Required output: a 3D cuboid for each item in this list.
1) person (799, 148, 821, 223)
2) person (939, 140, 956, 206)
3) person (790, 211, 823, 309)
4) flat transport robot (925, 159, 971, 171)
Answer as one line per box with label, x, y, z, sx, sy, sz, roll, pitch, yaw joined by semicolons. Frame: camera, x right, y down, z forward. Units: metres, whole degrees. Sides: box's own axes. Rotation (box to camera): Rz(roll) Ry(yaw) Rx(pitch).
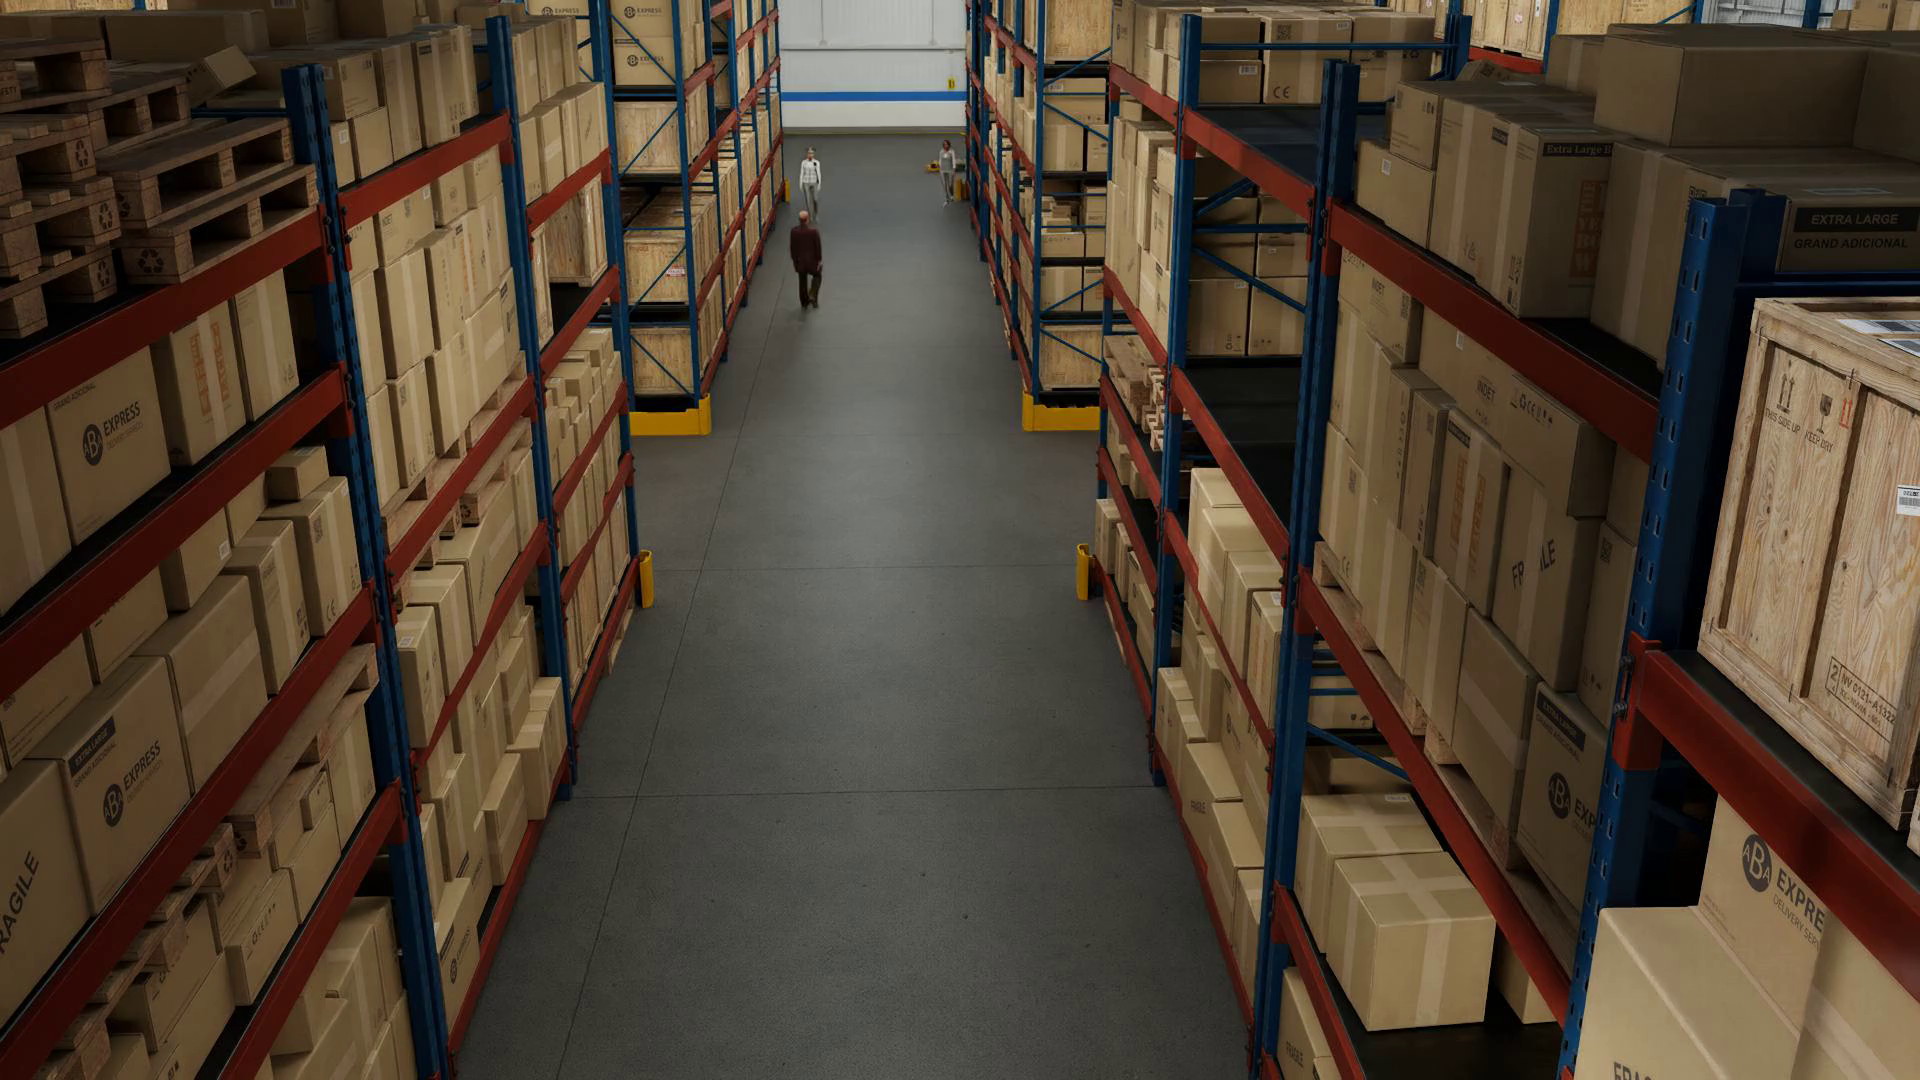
person;-3.504;-8.292;38.814;0.494;1.709;0.425;1;20;3
person;-0.306;-9.045;40.931;0.418;1.596;0.486;4;21;11
person;-2.754;-5.039;29.902;0.594;1.778;0.500;2;21;5
flat transport robot;-0.208;-10.608;47.163;1.431;0.264;0.659;-6;21;-15
